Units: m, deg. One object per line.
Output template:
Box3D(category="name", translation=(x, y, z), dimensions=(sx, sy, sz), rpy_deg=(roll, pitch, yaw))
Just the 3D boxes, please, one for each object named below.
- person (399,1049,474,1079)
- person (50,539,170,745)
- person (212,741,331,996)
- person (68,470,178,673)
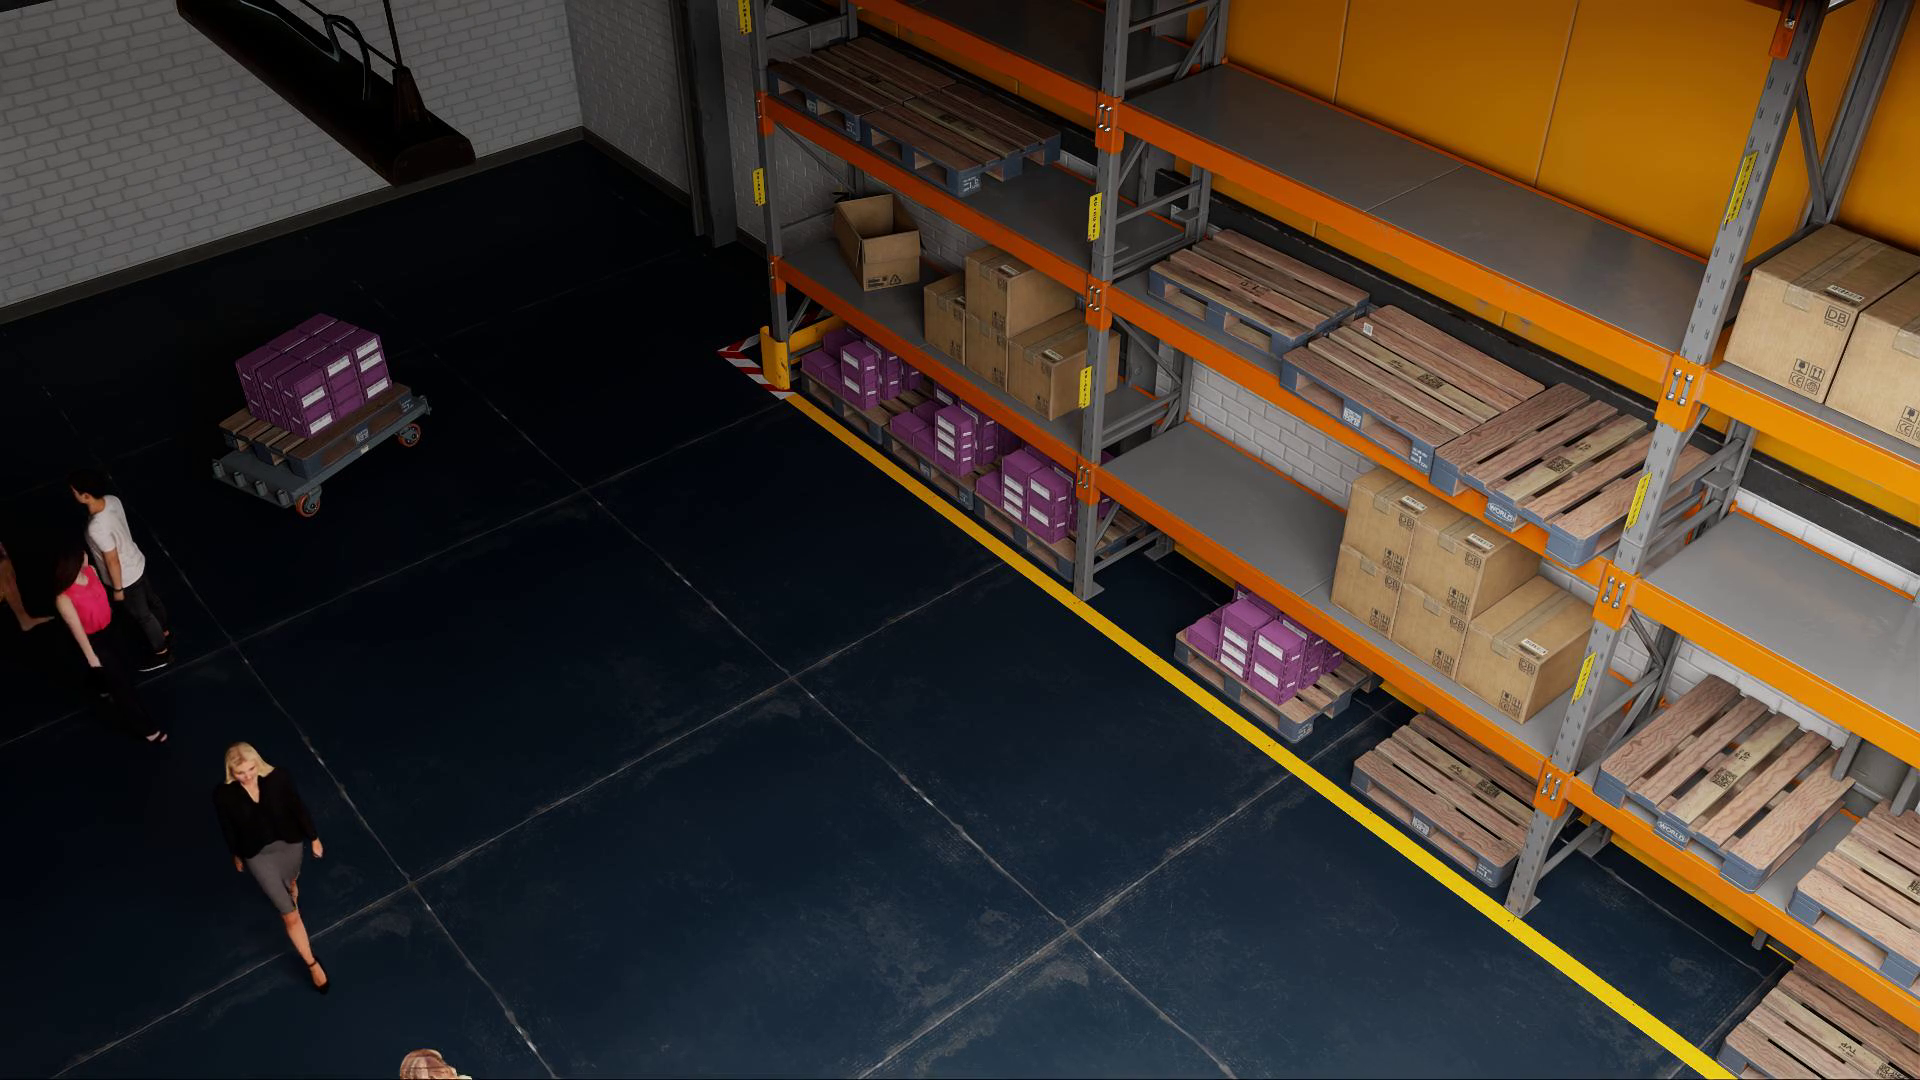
Box3D(category="person", translation=(-2.433, 3.126, 8.188), dimensions=(0.794, 1.712, 0.753), rpy_deg=(21, 43, 24))
Box3D(category="person", translation=(-5.884, 0.675, 11.324), dimensions=(1.056, 1.628, 0.990), rpy_deg=(8, 39, 10))
Box3D(category="person", translation=(-4.036, 1.789, 9.799), dimensions=(0.717, 1.790, 1.191), rpy_deg=(-22, 43, -25))
Box3D(category="person", translation=(-5.953, 0.194, 11.851), dimensions=(0.761, 1.722, 0.640), rpy_deg=(-7, 39, -9))
